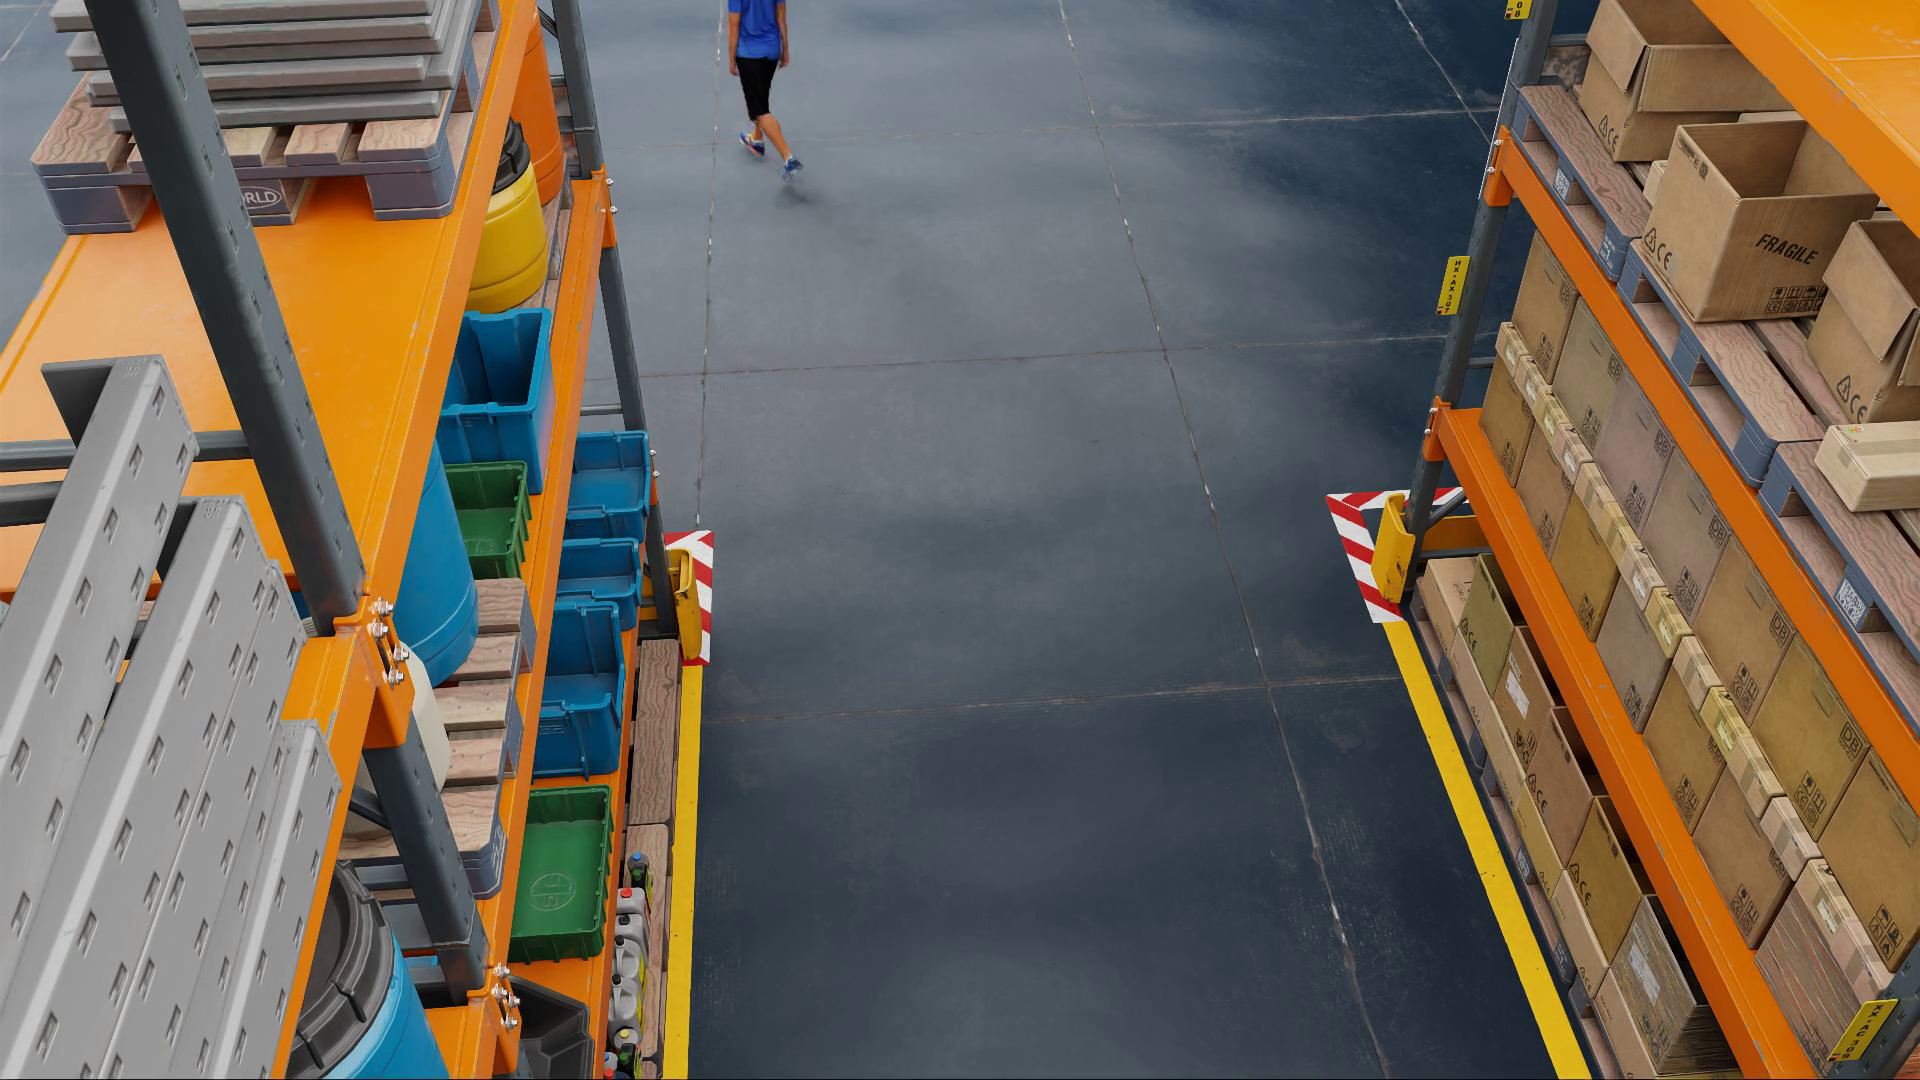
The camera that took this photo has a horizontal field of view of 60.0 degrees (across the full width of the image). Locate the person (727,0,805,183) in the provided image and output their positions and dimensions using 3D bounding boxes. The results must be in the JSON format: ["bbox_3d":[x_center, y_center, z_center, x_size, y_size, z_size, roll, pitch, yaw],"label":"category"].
[{"bbox_3d":[-1.406,-3.458,11.968,1.048,1.835,1.272,-27,49,-27],"label":"person"}]
